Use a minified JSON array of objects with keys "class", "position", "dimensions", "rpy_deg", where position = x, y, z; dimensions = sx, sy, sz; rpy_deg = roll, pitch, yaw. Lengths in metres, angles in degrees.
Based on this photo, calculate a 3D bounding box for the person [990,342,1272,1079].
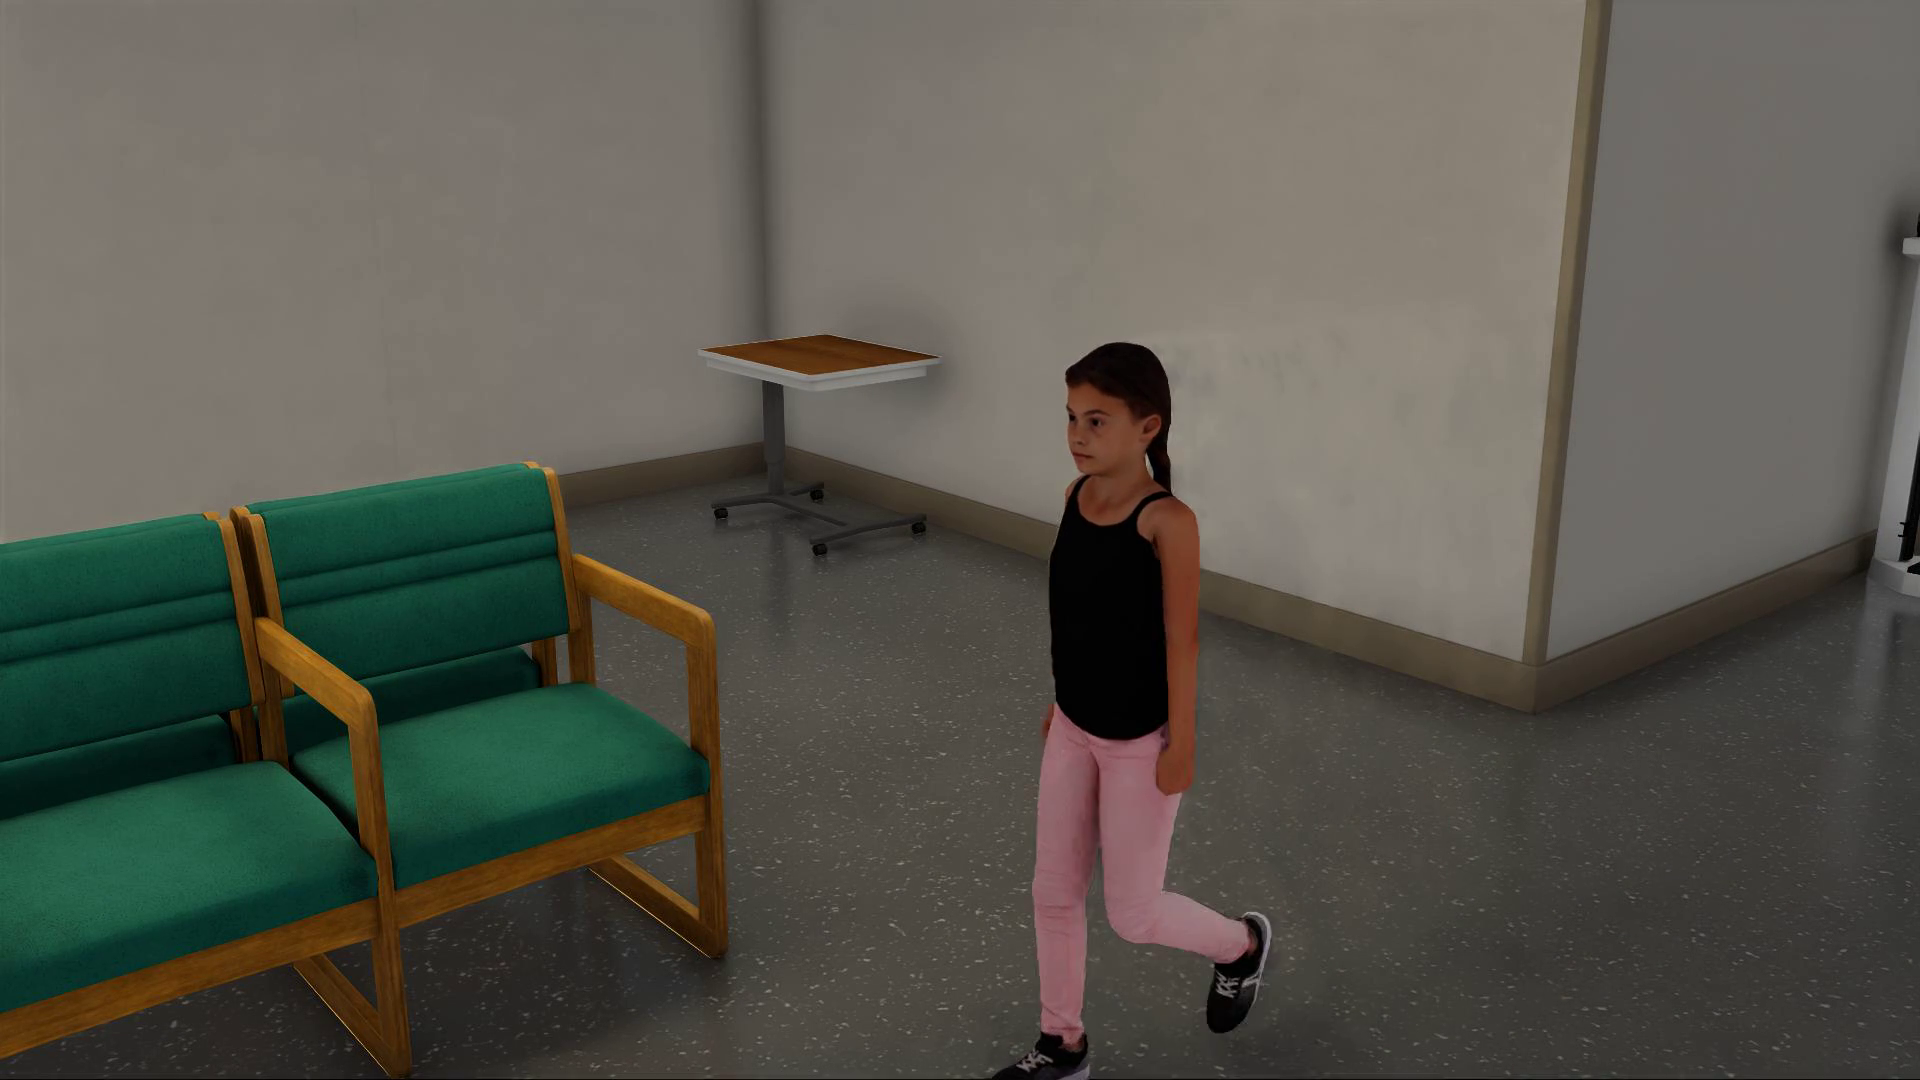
[{"class":"person","position":[0.364,0.379,3.302],"dimensions":[0.604,1.542,0.845],"rpy_deg":[-11,19,-35]}]
